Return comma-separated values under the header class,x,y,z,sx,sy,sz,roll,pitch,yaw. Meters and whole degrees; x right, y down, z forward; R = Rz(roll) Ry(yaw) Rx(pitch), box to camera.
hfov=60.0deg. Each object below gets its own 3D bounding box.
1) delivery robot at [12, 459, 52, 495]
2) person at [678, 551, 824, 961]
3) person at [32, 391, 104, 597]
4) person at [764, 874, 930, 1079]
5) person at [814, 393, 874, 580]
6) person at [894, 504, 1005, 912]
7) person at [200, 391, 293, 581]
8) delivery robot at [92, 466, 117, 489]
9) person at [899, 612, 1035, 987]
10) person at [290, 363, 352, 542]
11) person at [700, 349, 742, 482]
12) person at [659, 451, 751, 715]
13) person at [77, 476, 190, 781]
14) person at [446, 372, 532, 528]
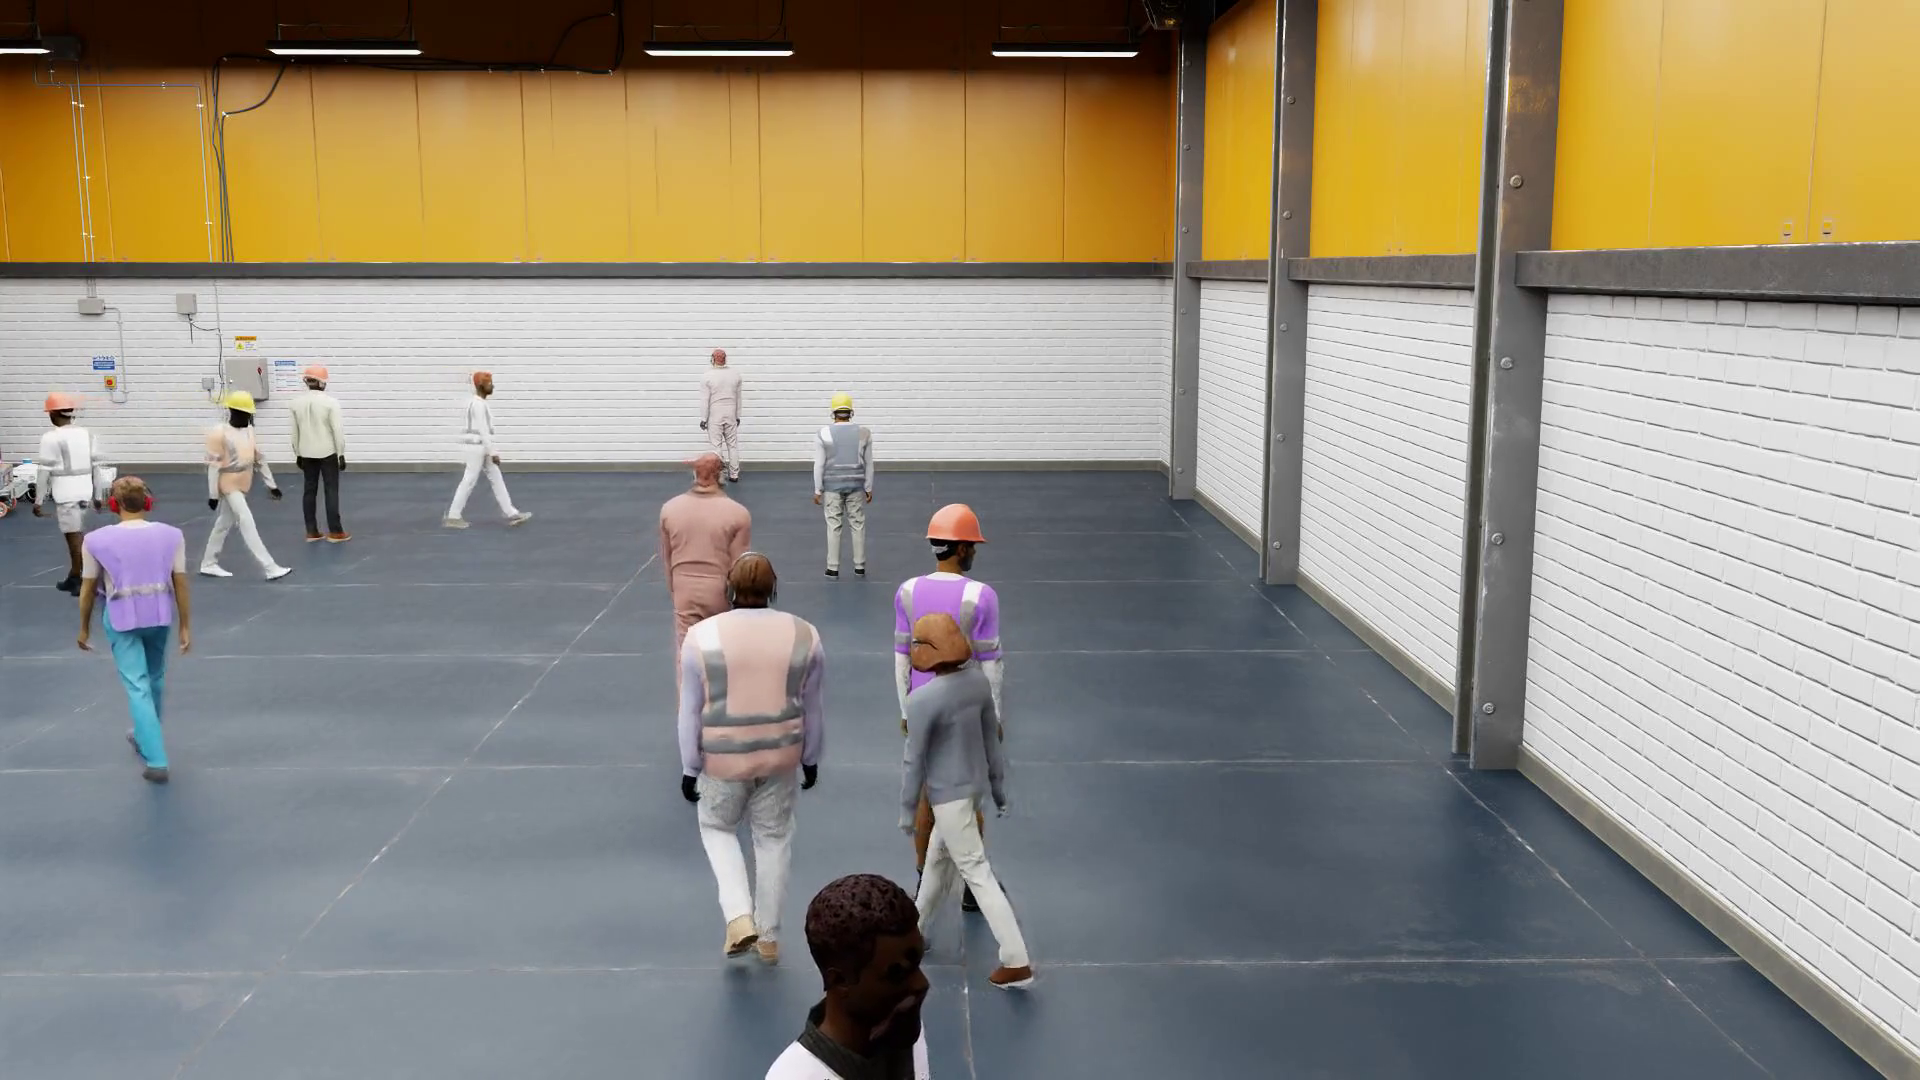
class,x,y,z,sx,sy,sz,roll,pitch,yaw
delivery robot,-12.148,-0.818,21.694,0.707,0.478,0.477,1,9,9
person,-0.904,0.952,7.242,0.647,1.824,0.444,-3,10,-18
person,-8.308,-0.416,15.388,0.764,1.908,0.556,3,10,15
person,-0.225,1.561,3.230,0.394,1.919,0.590,3,10,18
person,-1.144,-0.526,16.292,0.600,1.827,0.404,-3,10,-17
person,-0.037,0.793,7.898,0.543,1.932,0.376,5,10,26
person,-7.007,-0.519,16.170,1.026,1.858,0.612,1,9,8
delivery robot,-11.400,-0.819,21.704,0.707,0.478,0.477,-4,10,-24
person,-0.010,1.096,7.115,0.902,1.581,0.507,7,12,36
person,-7.107,-0.966,18.494,0.622,1.990,0.401,2,9,10
person,-3.398,-1.750,23.564,0.638,1.910,0.402,-6,11,-34
person,-1.586,0.356,10.764,0.649,1.866,0.929,2,10,13
person,-4.984,0.510,10.056,0.974,1.794,0.569,9,13,43
person,-5.603,-1.048,19.515,0.993,1.837,0.579,-2,9,-11
